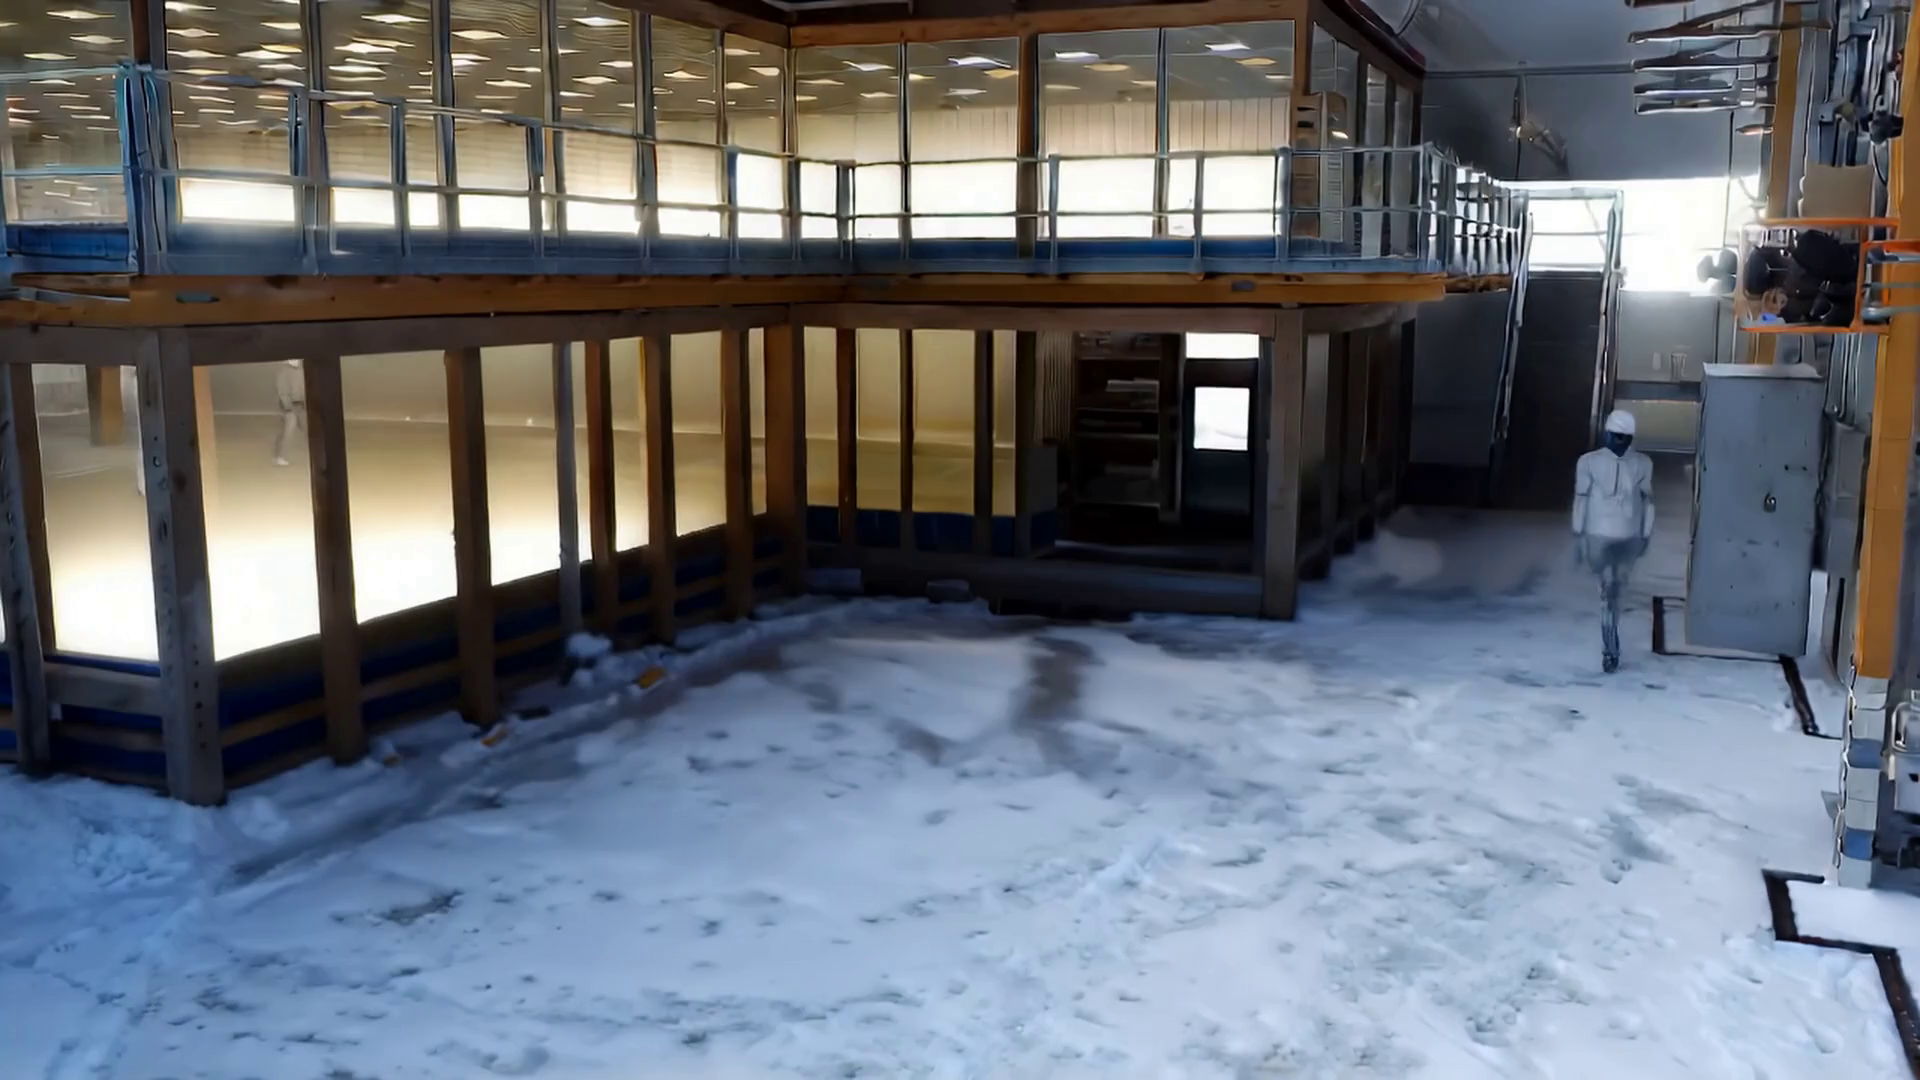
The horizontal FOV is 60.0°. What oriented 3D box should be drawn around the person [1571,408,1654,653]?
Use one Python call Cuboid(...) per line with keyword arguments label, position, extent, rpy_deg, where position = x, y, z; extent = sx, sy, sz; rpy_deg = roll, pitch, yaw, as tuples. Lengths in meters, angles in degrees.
Cuboid(label="person", position=(5.288, -0.112, 13.566), extent=(0.627, 1.970, 0.786), rpy_deg=(1, 9, 5))
